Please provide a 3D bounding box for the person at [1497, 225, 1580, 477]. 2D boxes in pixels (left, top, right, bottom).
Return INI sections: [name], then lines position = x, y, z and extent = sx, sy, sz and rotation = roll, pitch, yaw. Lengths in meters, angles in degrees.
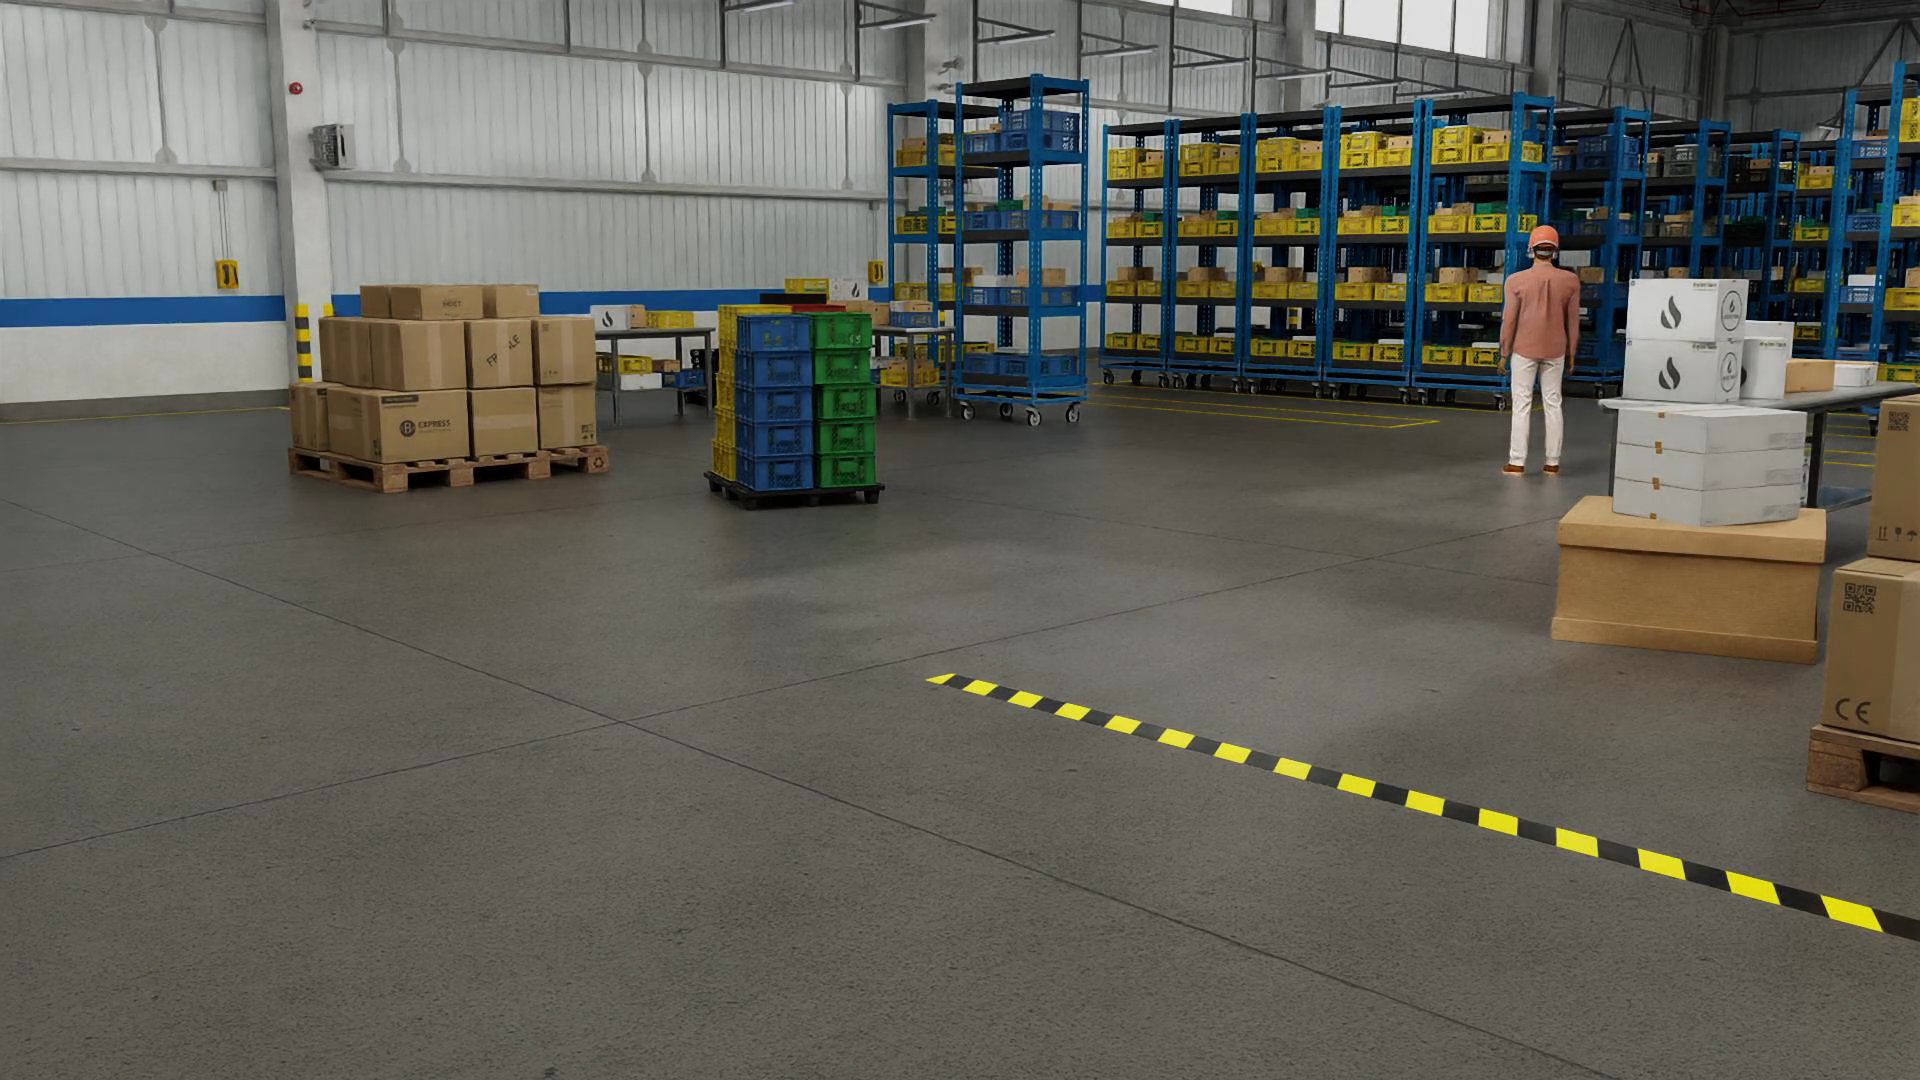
[person]
position = 4.591, -1.490, 13.224
extent = 0.625, 1.992, 0.389
rotation = 0, 9, 1
